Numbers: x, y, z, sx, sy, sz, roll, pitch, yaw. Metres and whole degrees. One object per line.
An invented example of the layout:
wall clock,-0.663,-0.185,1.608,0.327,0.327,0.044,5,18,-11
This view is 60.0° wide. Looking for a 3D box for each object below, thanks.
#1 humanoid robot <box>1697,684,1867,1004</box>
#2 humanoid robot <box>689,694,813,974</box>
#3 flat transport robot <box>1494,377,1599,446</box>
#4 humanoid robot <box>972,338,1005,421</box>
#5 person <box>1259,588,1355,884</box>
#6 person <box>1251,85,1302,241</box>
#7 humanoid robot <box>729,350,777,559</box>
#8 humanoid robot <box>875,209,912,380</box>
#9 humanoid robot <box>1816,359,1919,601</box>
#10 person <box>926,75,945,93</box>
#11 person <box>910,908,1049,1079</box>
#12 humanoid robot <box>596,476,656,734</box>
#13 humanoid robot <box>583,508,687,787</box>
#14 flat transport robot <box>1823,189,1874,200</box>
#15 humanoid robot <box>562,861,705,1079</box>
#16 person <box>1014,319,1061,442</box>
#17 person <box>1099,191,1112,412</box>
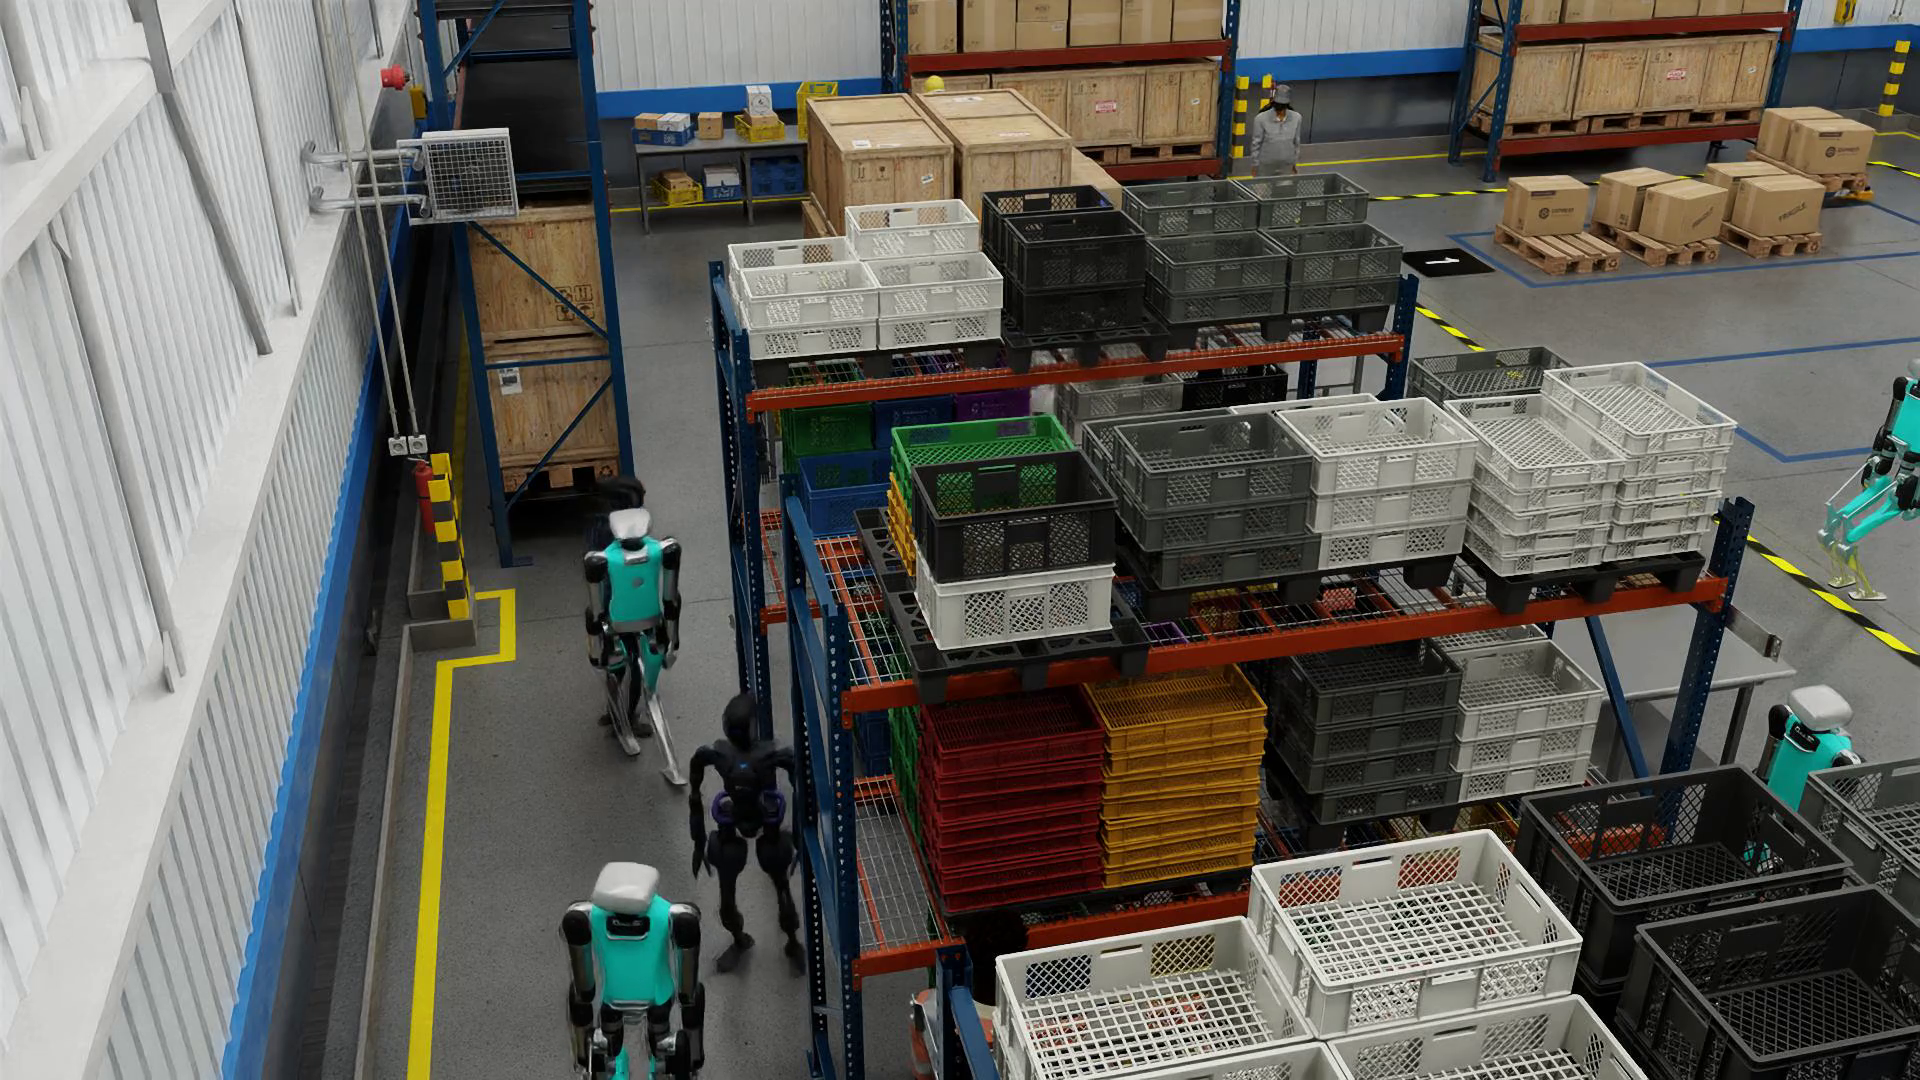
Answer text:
humanoid robot,3.555,1.447,7.583,0.735,1.676,0.533,-6,28,-12
humanoid robot,-0.980,1.405,7.876,0.599,1.639,0.367,-1,28,-1
flat transport robot,4.780,-1.036,14.013,0.659,0.231,1.431,-6,28,-12
humanoid robot,-0.005,-0.638,11.542,0.748,1.671,0.531,-6,28,-12
person,1.679,1.127,8.008,0.391,2.044,0.607,-5,28,-10
person,3.445,-4.112,18.243,0.564,1.762,0.404,-5,28,-10
humanoid robot,-1.480,-0.686,11.827,0.315,1.653,0.599,-6,28,-12
humanoid robot,-0.544,-2.076,14.469,0.592,1.641,0.383,-12,30,-22
humanoid robot,6.068,-0.379,11.053,0.735,1.672,0.533,-6,28,-12
person,-0.260,-4.171,18.284,0.594,1.828,0.403,-14,31,-25
person,0.124,2.164,6.123,0.605,1.965,0.368,10,29,18
humanoid robot,-2.009,0.385,9.817,0.432,1.640,0.613,-8,29,-14
humanoid robot,-1.873,0.550,9.442,0.558,1.766,0.899,-12,30,-22
flat transport robot,10.231,-4.283,20.144,1.431,0.197,0.652,-5,28,-9
humanoid robot,-1.272,2.167,6.431,0.534,1.780,1.036,0,28,0
person,0.556,-1.092,12.409,0.422,1.871,0.572,-7,29,-14
person,1.146,-1.988,14.019,0.382,1.948,0.601,-1,28,-2
